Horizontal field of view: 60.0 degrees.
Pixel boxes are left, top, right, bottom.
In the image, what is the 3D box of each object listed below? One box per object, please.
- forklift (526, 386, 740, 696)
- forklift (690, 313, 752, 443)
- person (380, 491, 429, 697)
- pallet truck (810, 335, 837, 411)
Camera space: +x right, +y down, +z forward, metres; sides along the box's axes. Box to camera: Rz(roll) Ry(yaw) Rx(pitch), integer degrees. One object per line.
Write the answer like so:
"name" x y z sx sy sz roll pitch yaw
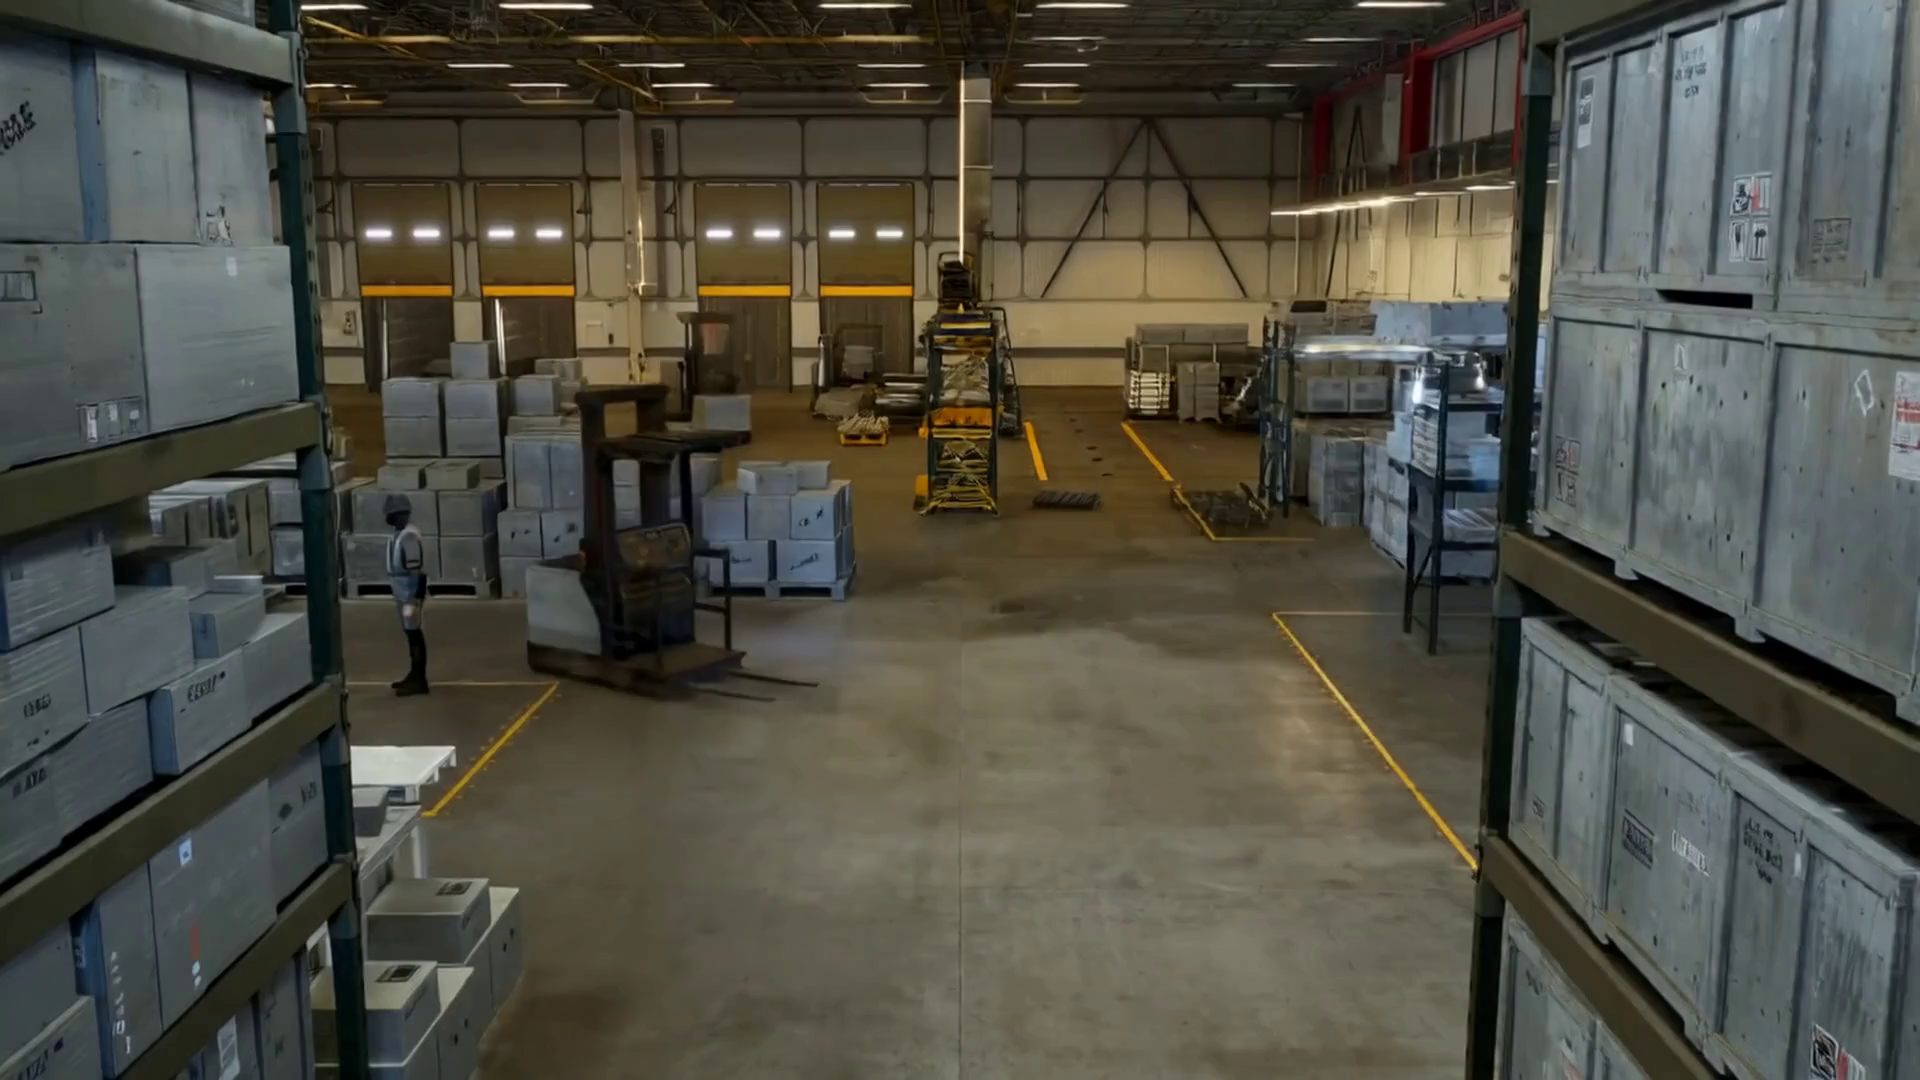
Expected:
"forklift" -3.244 -0.074 16.127 1.873 2.768 1.129 6 12 33
"forklift" -5.311 -3.521 36.017 1.129 2.768 1.873 -5 11 -25
"person" -5.190 0.499 15.563 0.366 1.931 0.542 -5 11 -24
"pallet truck" -3.021 -4.312 43.126 1.885 1.965 0.823 3 10 17
